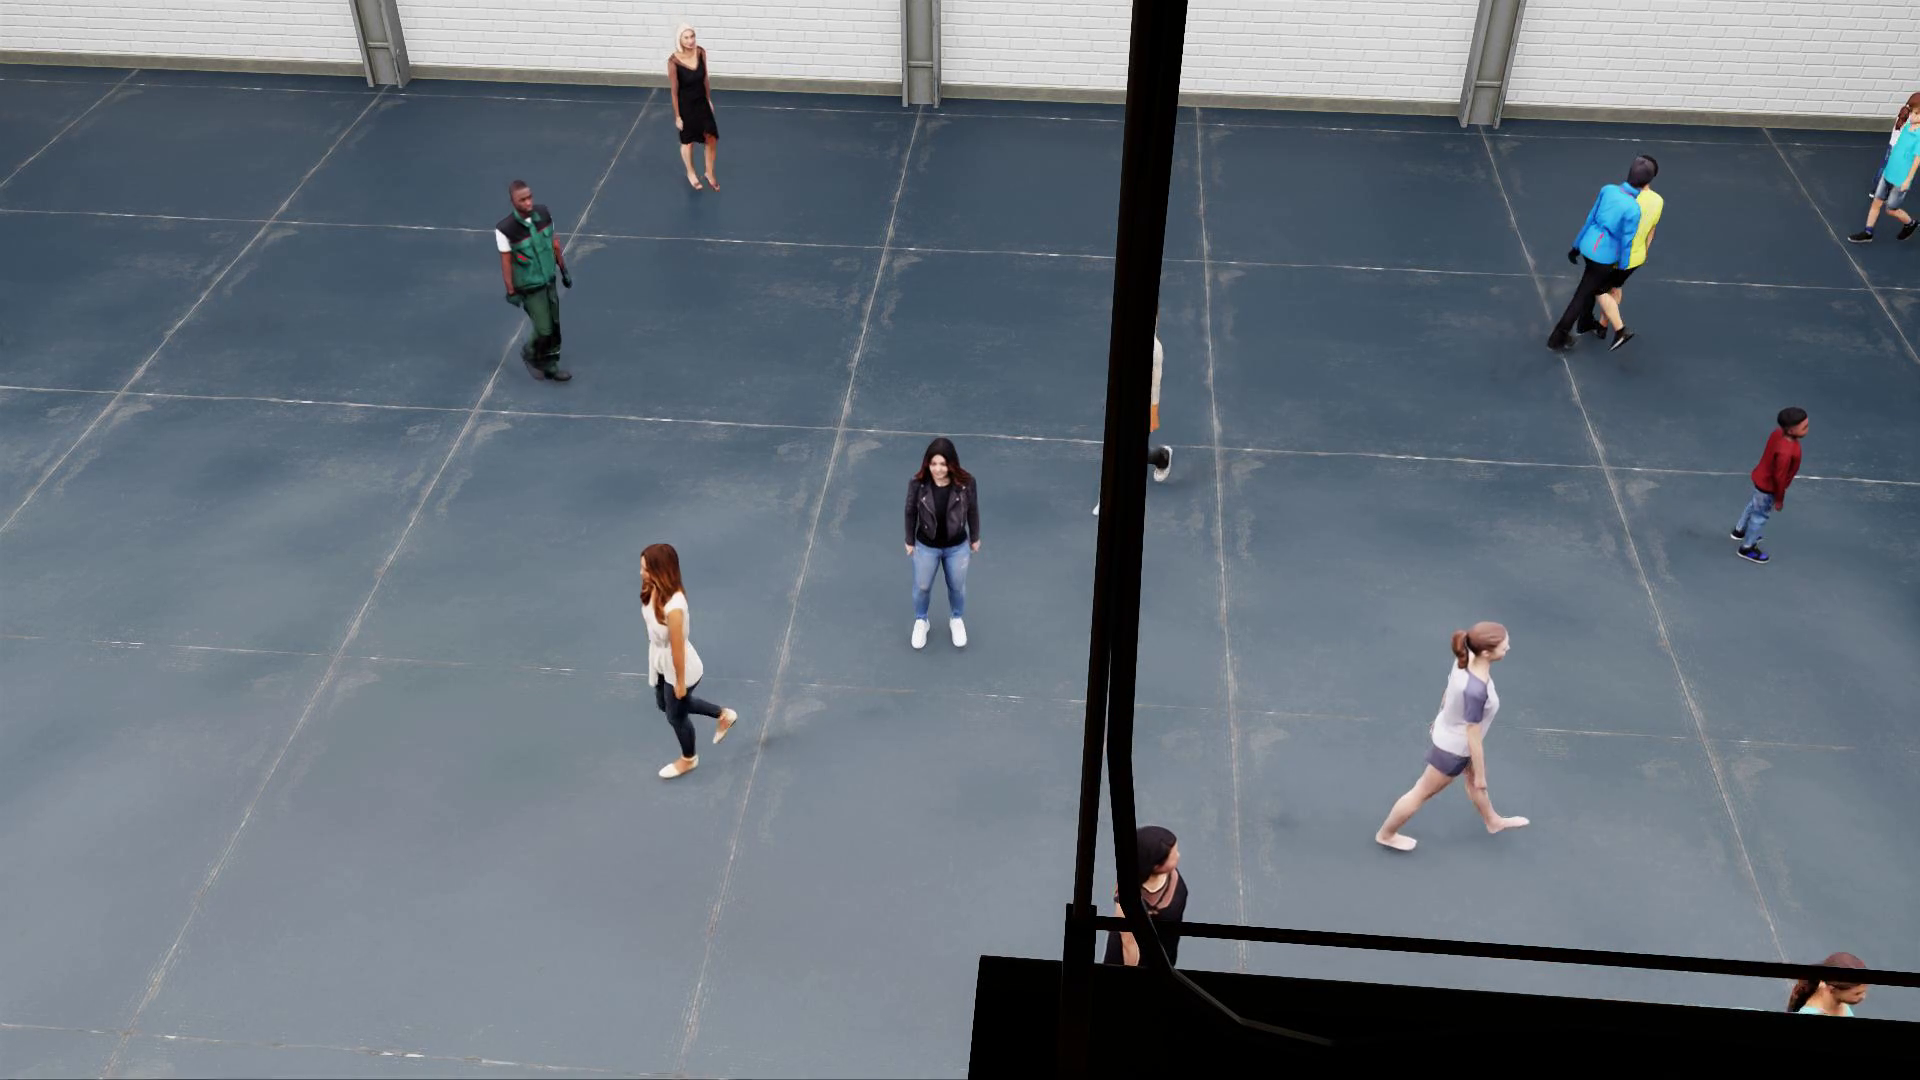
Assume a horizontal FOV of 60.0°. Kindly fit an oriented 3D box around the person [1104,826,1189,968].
[{"bbox_3d":[0.894,2.029,8.301,0.680,1.719,0.719,12,40,15],"label":"person"}]

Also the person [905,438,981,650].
[{"bbox_3d":[-0.121,0.019,10.886,0.530,1.634,0.731,-1,39,-2],"label":"person"}]

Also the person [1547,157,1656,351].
[{"bbox_3d":[5.183,-2.311,13.699,0.987,1.764,0.849,-14,41,-17],"label":"person"}]

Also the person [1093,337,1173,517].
[{"bbox_3d":[1.308,-0.998,12.033,1.075,1.791,1.027,-28,46,-31],"label":"person"}]

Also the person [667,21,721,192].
[{"bbox_3d":[-2.637,-4.213,16.111,0.792,1.727,0.854,-26,45,-28],"label":"person"}]

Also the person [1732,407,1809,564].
[{"bbox_3d":[5.680,-0.419,11.739,0.539,1.253,0.559,8,39,10],"label":"person"}]

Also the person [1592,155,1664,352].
[{"bbox_3d":[5.542,-2.336,13.791,0.943,1.688,0.931,-14,41,-17],"label":"person"}]

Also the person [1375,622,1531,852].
[{"bbox_3d":[2.708,1.144,9.404,1.111,1.724,0.639,5,39,6],"label":"person"}]

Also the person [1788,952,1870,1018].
[{"bbox_3d":[3.893,2.459,7.923,1.121,1.518,0.963,29,47,31],"label":"person"}]

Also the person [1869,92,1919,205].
[{"bbox_3d":[9.123,-3.827,16.120,0.572,1.112,0.521,-18,42,-21],"label":"person"}]

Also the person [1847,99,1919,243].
[{"bbox_3d":[8.699,-3.373,15.293,0.842,1.435,0.610,-3,39,-4],"label":"person"}]

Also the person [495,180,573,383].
[{"bbox_3d":[-3.474,-2.083,13.365,0.846,1.824,0.822,20,43,23],"label":"person"}]

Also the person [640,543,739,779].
[{"bbox_3d":[-1.607,0.718,9.902,0.907,1.769,0.808,-19,42,-22],"label":"person"}]
